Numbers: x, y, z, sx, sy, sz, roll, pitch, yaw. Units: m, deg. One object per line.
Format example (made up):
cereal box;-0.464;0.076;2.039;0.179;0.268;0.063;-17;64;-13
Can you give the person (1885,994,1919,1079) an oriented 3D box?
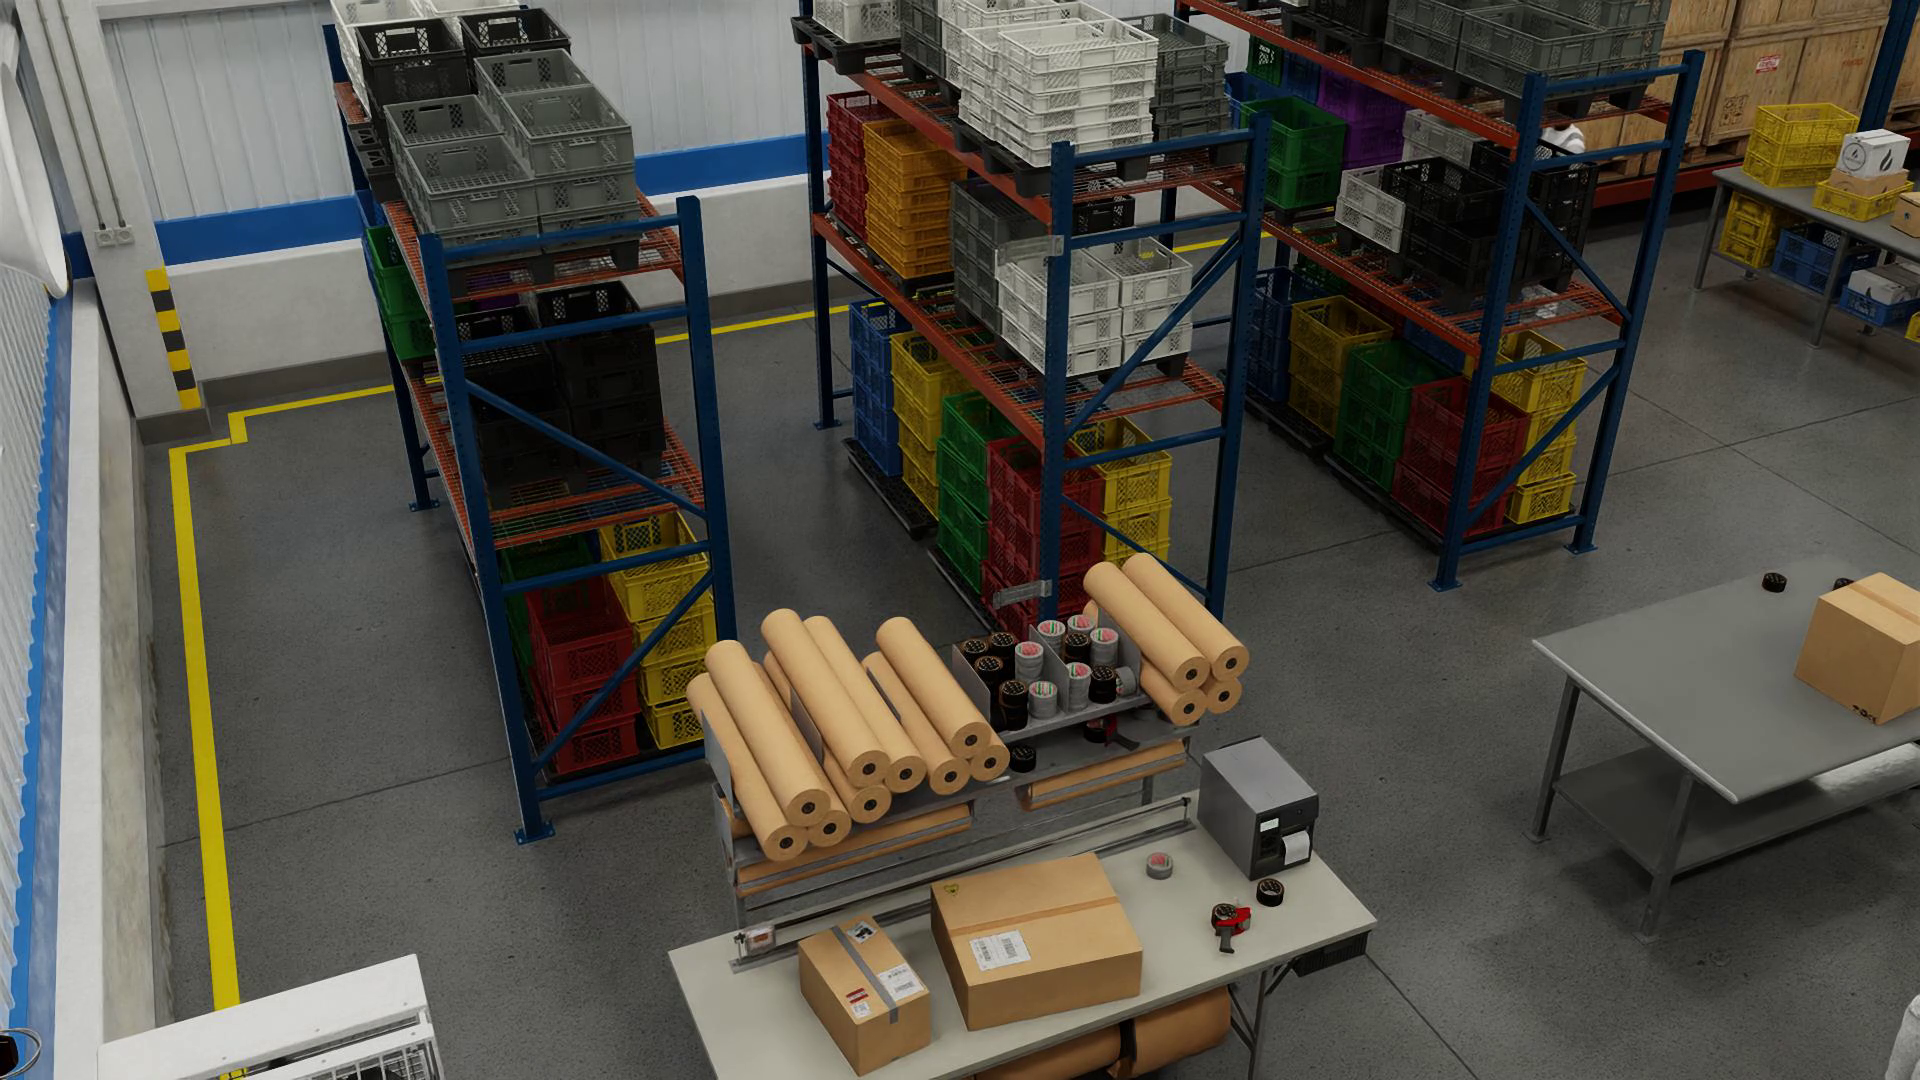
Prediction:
person;3.694;1.537;5.962;0.428;1.844;0.627;10;33;16

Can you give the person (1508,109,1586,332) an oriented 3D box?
person;4.424;-2.480;12.461;0.367;1.872;0.570;0;32;0
